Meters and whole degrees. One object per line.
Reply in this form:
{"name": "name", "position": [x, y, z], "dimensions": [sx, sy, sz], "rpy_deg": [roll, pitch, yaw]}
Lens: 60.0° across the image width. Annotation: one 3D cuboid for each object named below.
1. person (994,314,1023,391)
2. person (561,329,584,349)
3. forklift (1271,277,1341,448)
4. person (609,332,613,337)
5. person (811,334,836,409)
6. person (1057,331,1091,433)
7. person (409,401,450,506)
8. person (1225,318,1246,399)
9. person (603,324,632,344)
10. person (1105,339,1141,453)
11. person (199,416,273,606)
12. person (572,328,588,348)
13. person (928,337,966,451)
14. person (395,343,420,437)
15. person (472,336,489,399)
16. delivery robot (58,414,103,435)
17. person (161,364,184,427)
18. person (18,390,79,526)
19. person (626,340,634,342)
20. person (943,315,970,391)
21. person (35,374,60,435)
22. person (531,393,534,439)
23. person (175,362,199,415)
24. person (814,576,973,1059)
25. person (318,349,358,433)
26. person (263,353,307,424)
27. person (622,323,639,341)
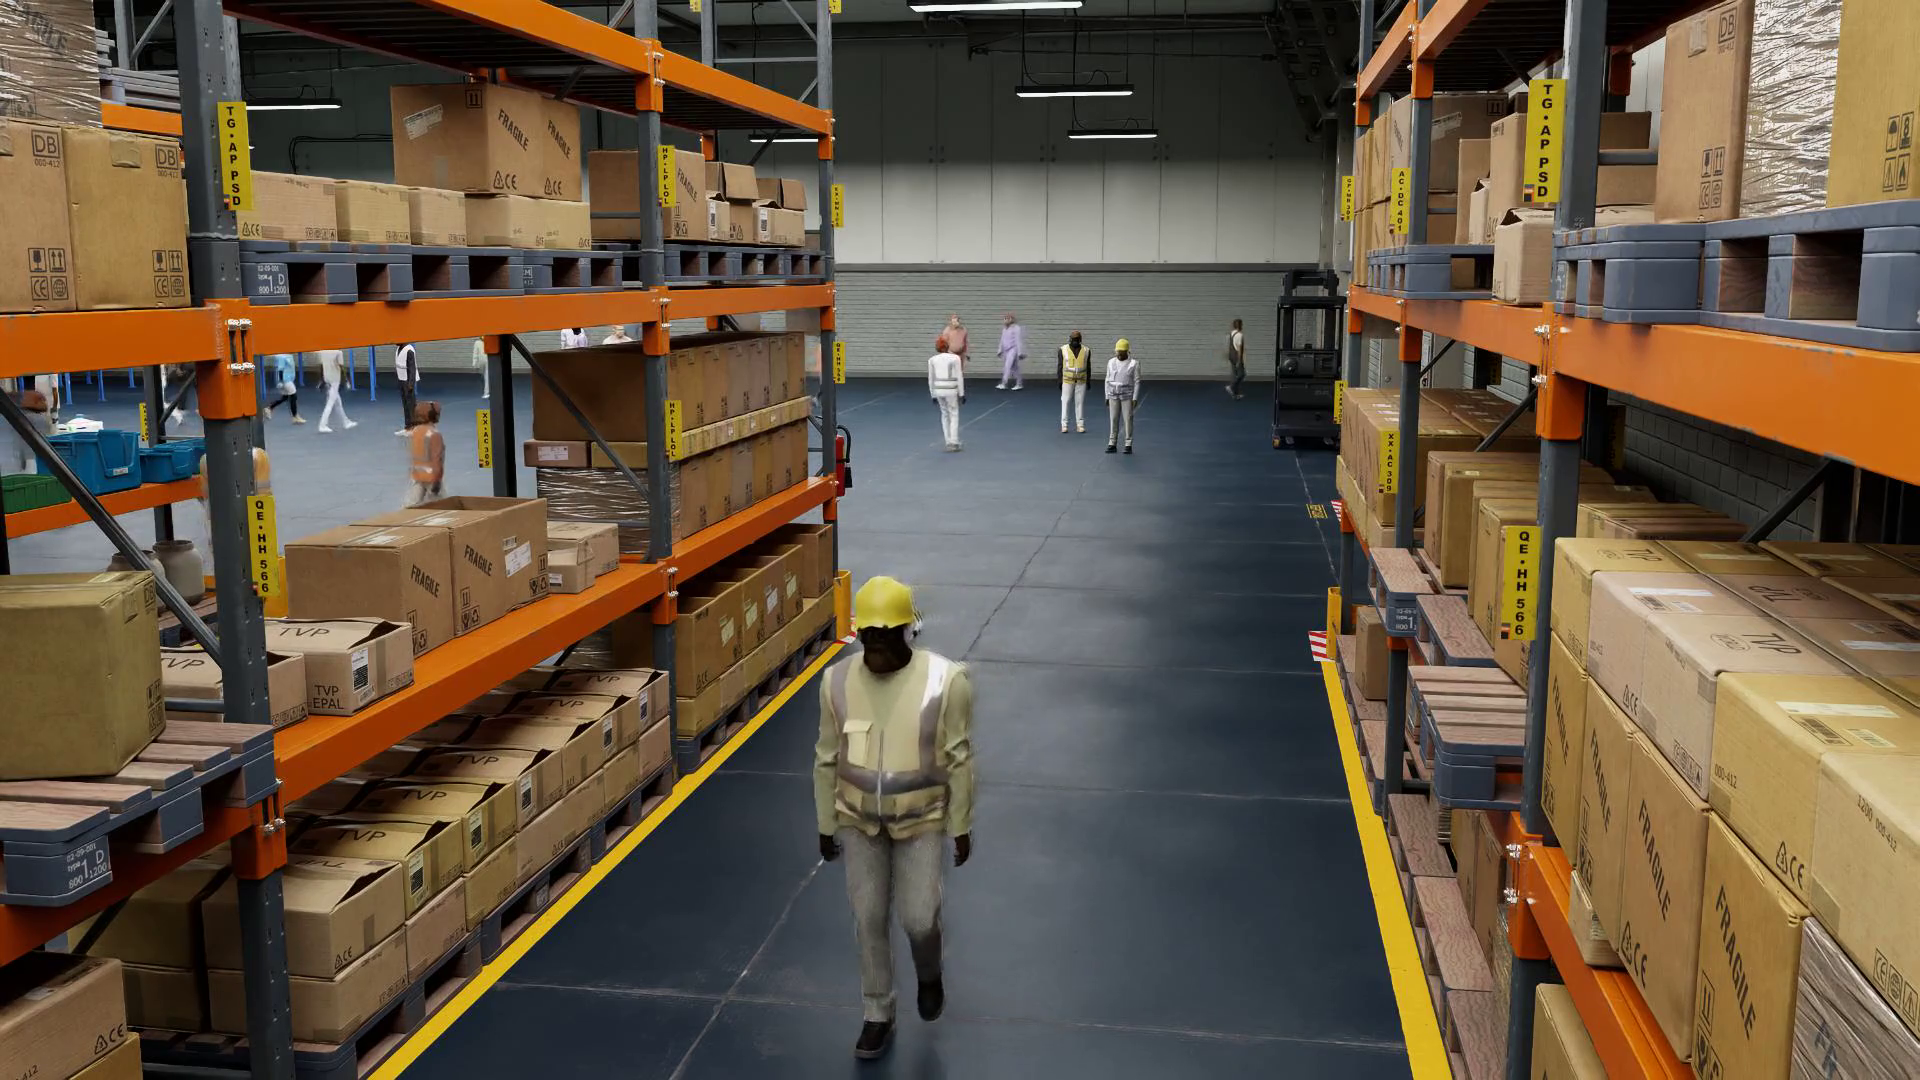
{"name": "person", "position": [1.151, -4.569, 40.533], "dimensions": [0.969, 1.861, 0.651], "rpy_deg": [-5, 10, -26]}
{"name": "person", "position": [-9.001, -4.315, 38.747], "dimensions": [0.547, 1.938, 0.379], "rpy_deg": [0, 9, -1]}
{"name": "forklift", "position": [5.847, -3.016, 27.970], "dimensions": [1.129, 2.768, 1.873], "rpy_deg": [1, 9, 9]}
{"name": "person", "position": [-7.441, -3.670, 35.828], "dimensions": [0.526, 1.596, 0.862], "rpy_deg": [-7, 12, -38]}
{"name": "person", "position": [-2.800, -3.512, 34.572], "dimensions": [0.421, 1.677, 0.582], "rpy_deg": [-4, 10, -25]}
{"name": "person", "position": [2.073, -2.866, 30.126], "dimensions": [0.622, 1.839, 0.429], "rpy_deg": [-1, 9, -8]}
{"name": "person", "position": [-5.461, -0.625, 17.064], "dimensions": [0.515, 1.592, 0.865], "rpy_deg": [8, 12, 41]}
{"name": "person", "position": [6.300, -4.146, 38.037], "dimensions": [0.466, 1.831, 0.518], "rpy_deg": [-4, 10, -24]}
{"name": "person", "position": [-6.717, -3.339, 32.841], "dimensions": [0.648, 1.901, 0.401], "rpy_deg": [-5, 10, -27]}
{"name": "person", "position": [2.595, -2.319, 26.755], "dimensions": [0.590, 1.833, 0.404], "rpy_deg": [5, 10, 27]}
{"name": "person", "position": [-5.490, -0.084, 12.710], "dimensions": [0.587, 1.913, 0.486], "rpy_deg": [0, 9, 3]}
{"name": "person", "position": [-8.038, -3.723, 35.160], "dimensions": [0.392, 1.916, 0.588], "rpy_deg": [-3, 10, -16]}
{"name": "person", "position": [-0.197, -2.373, 27.117], "dimensions": [0.632, 1.854, 0.476], "rpy_deg": [5, 10, 27]}
{"name": "person", "position": [-9.807, -2.805, 29.500], "dimensions": [0.398, 1.916, 0.590], "rpy_deg": [-7, 12, -37]}
{"name": "person", "position": [-10.899, -4.061, 38.243], "dimensions": [0.501, 1.596, 0.837], "rpy_deg": [1, 9, 6]}
{"name": "delivery robot", "position": [-14.593, -1.840, 27.579], "dimensions": [0.477, 0.478, 0.707], "rpy_deg": [3, 10, 20]}
{"name": "person", "position": [-14.771, -2.854, 30.742], "dimensions": [0.700, 1.619, 0.521], "rpy_deg": [-1, 9, -8]}
{"name": "person", "position": [-10.380, -0.894, 18.724], "dimensions": [0.518, 1.589, 0.864], "rpy_deg": [5, 11, 29]}
{"name": "person", "position": [-5.622, -2.638, 29.049], "dimensions": [0.863, 1.735, 0.536], "rpy_deg": [-5, 11, -29]}
{"name": "person", "position": [-0.128, -4.450, 39.852], "dimensions": [0.677, 1.870, 0.731], "rpy_deg": [-4, 10, -24]}
{"name": "person", "position": [-13.079, -1.854, 23.825], "dimensions": [0.494, 1.861, 0.329], "rpy_deg": [6, 11, 34]}
{"name": "person", "position": [-4.716, -1.217, 19.626], "dimensions": [0.612, 1.941, 0.727], "rpy_deg": [0, 9, 0]}
{"name": "person", "position": [-15.766, -3.568, 33.954], "dimensions": [0.536, 2.000, 0.691], "rpy_deg": [5, 11, 29]}
{"name": "person", "position": [-0.254, 1.020, 6.212], "dimensions": [0.610, 1.813, 0.445], "rpy_deg": [2, 9, 14]}
{"name": "person", "position": [-11.407, -2.886, 30.317], "dimensions": [0.552, 1.817, 1.000], "rpy_deg": [5, 10, 28]}
{"name": "person", "position": [-12.972, -3.058, 31.824], "dimensions": [0.749, 1.666, 0.531], "rpy_deg": [-2, 9, -12]}
{"name": "person", "position": [-8.623, -5.034, 43.338], "dimensions": [0.378, 1.897, 0.714], "rpy_deg": [7, 11, 36]}
